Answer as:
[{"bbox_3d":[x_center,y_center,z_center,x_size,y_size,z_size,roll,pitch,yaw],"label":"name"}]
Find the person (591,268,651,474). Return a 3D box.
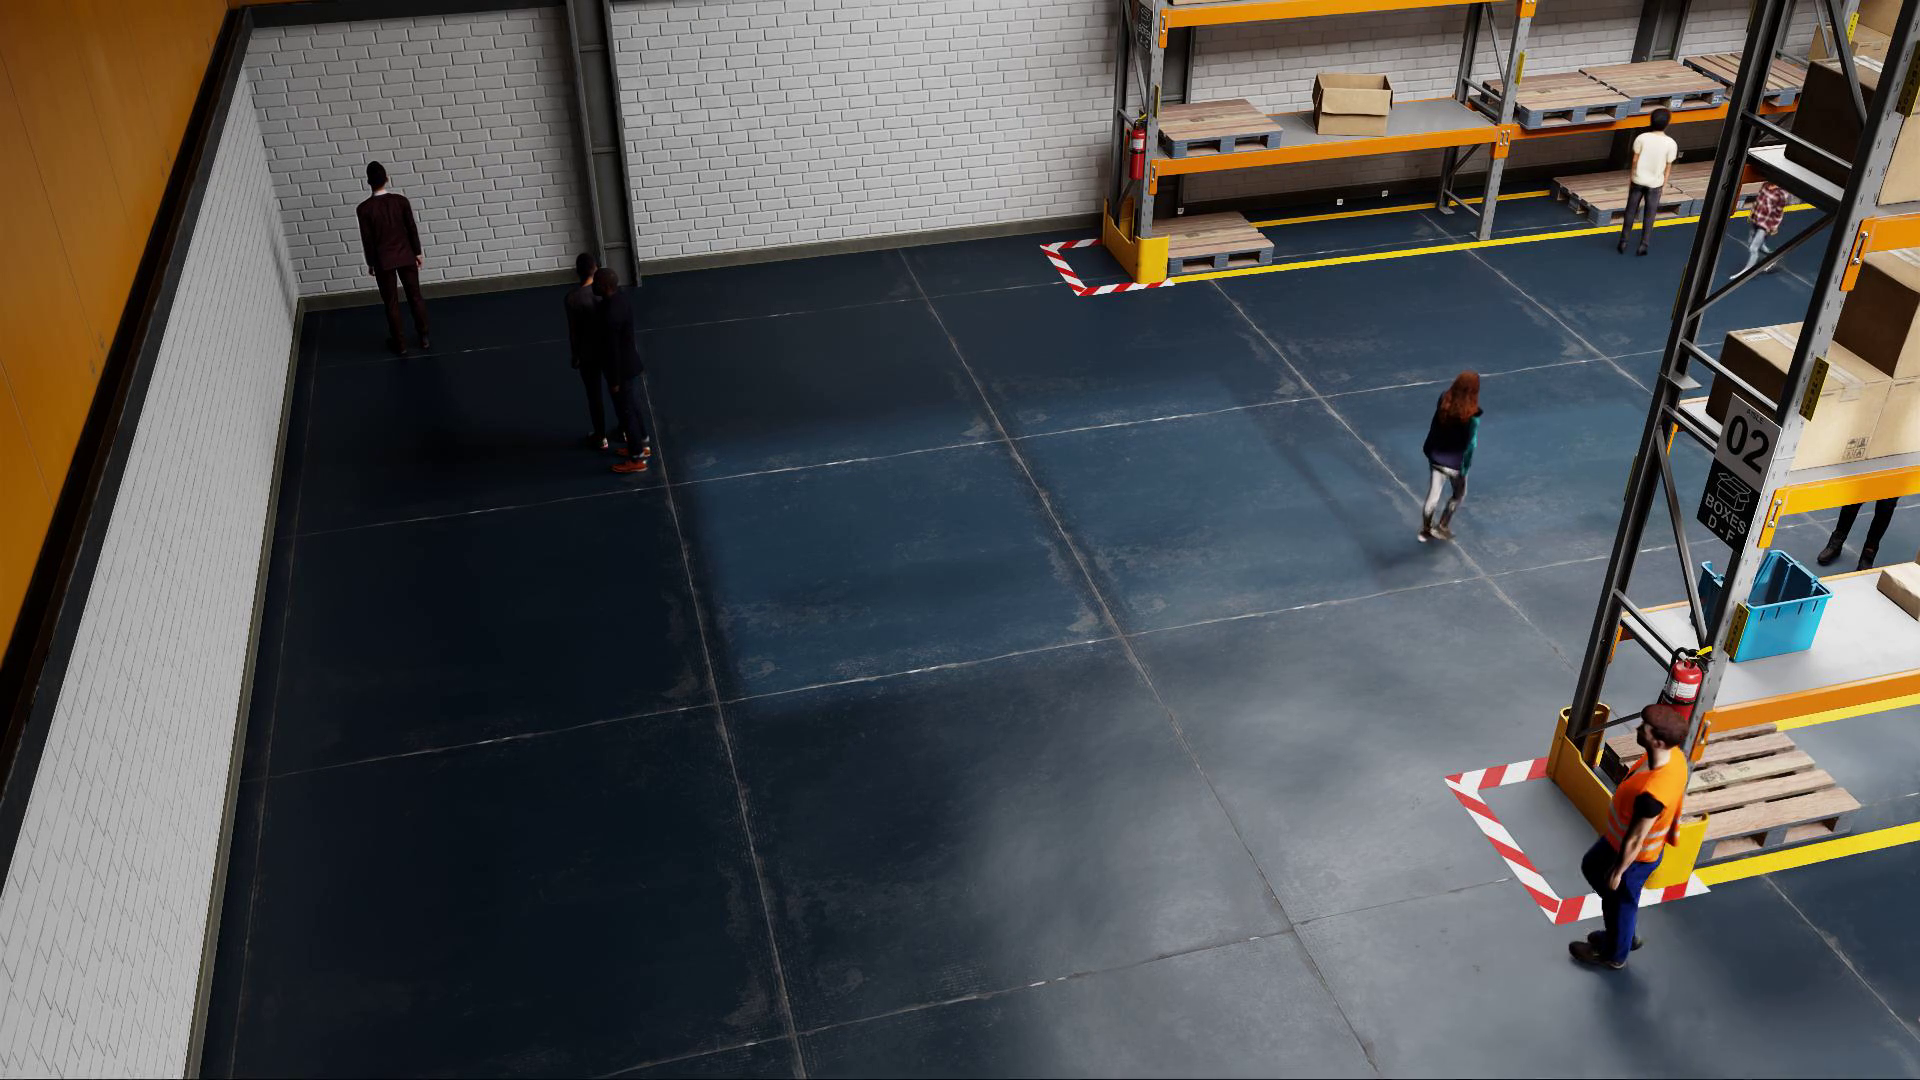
[{"bbox_3d":[-2.817,-1.423,13.863,0.646,1.818,0.710,-4,34,-6],"label":"person"}]

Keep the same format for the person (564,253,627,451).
[{"bbox_3d":[-3.092,-1.612,14.197,0.590,1.763,0.766,-21,39,-28],"label":"person"}]

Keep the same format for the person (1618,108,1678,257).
[{"bbox_3d":[7.282,-3.787,17.626,0.634,1.588,0.702,17,37,23],"label":"person"}]

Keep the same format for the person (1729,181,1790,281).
[{"bbox_3d":[8.344,-3.298,17.157,0.801,1.294,0.532,-8,34,-12],"label":"person"}]

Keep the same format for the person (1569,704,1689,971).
[{"bbox_3d":[3.791,1.686,9.133,0.892,1.876,0.846,14,36,20],"label":"person"}]

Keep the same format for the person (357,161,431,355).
[{"bbox_3d":[-5.336,-2.657,15.677,0.645,1.866,0.805,-19,38,-26],"label":"person"}]

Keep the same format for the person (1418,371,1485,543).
[{"bbox_3d":[3.757,-0.622,12.955,0.693,1.489,0.669,-23,40,-31],"label":"person"}]
